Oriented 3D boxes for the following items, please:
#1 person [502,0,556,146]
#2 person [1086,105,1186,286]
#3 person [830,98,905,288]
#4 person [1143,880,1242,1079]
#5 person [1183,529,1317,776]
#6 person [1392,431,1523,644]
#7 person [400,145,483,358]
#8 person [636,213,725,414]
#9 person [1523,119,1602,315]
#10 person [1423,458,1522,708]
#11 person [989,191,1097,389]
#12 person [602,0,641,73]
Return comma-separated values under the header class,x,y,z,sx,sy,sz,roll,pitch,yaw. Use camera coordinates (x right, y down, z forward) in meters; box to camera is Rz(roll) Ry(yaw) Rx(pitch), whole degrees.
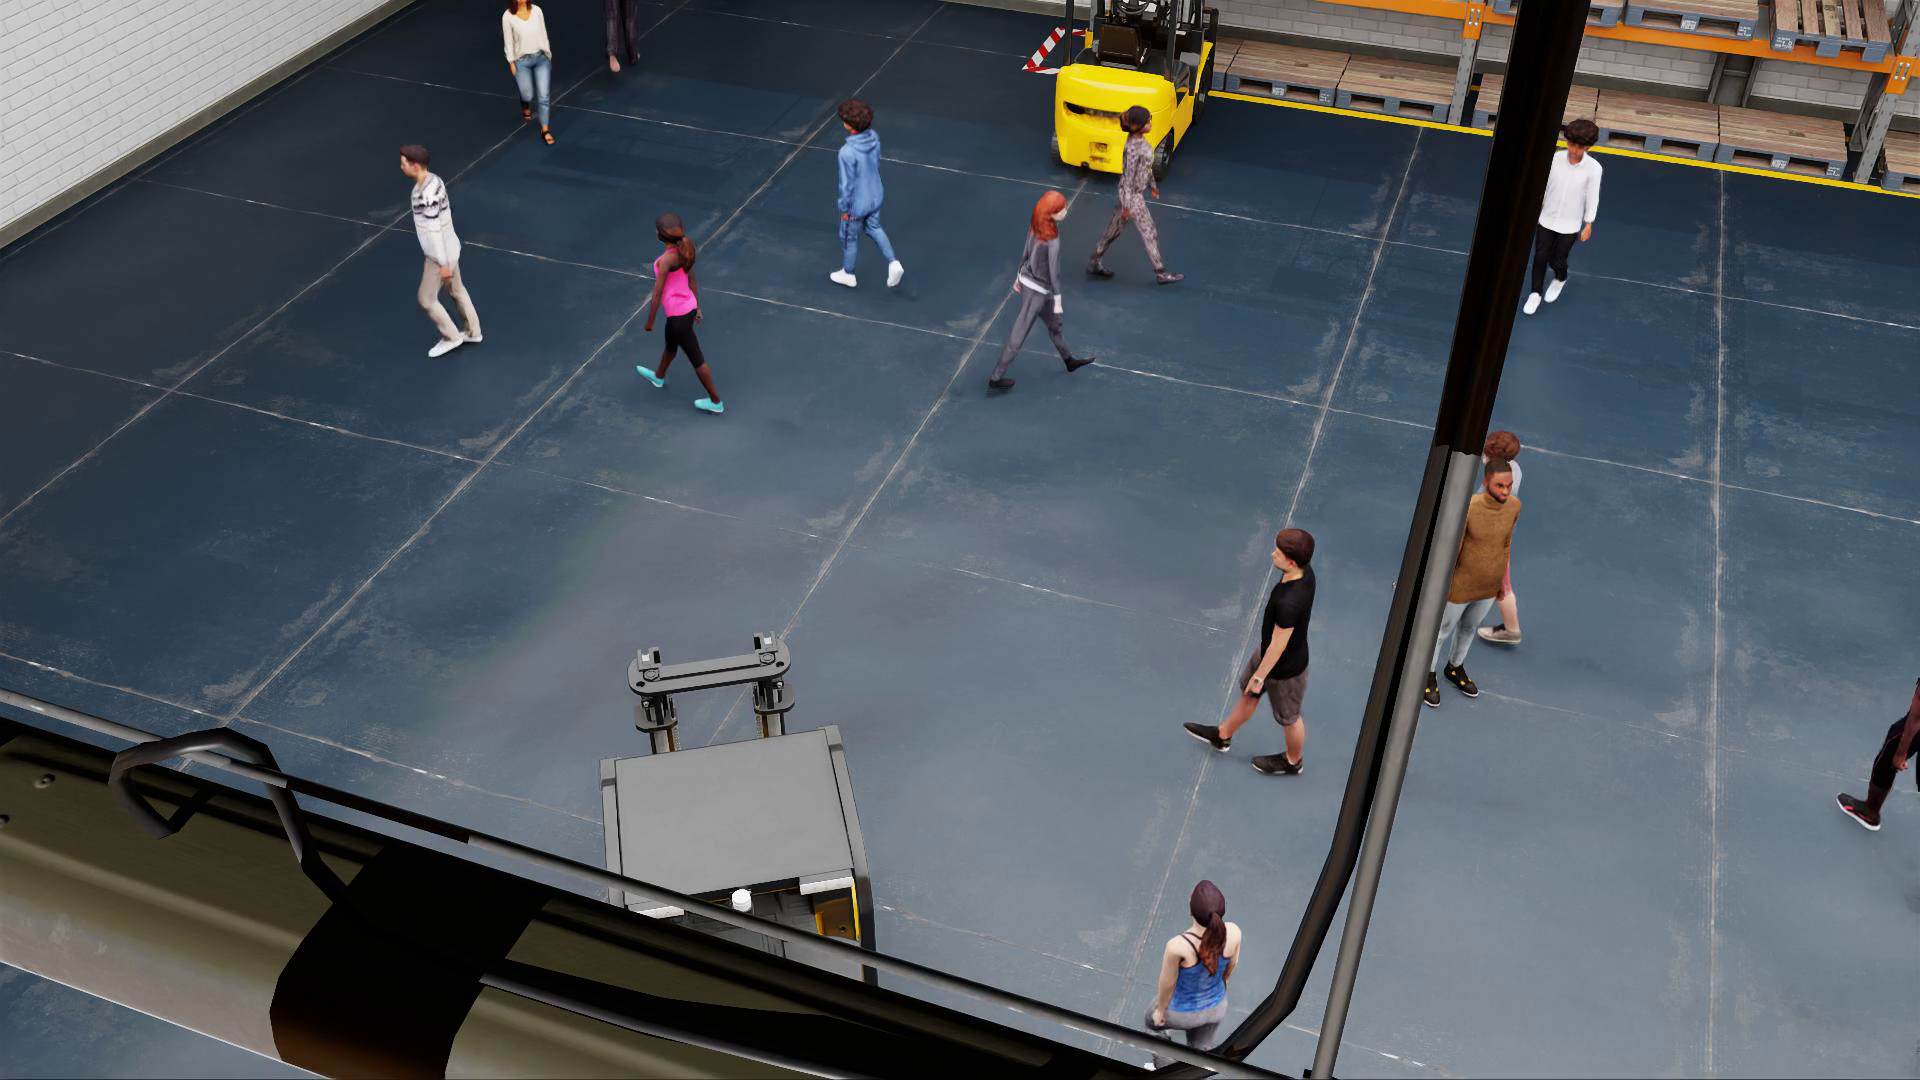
class,x,y,z,sx,sy,sz,roll,pitch,yaw
person,-4.402,-4.911,16.986,0.893,1.666,0.968,-19,42,-22
person,1.424,-3.002,14.595,1.153,1.667,0.699,7,39,9
person,-0.807,-2.975,14.461,1.066,1.793,0.886,27,46,30
person,1.145,2.290,8.024,0.700,1.597,0.772,-10,40,-13
person,1.990,0.706,9.812,1.044,1.841,0.801,7,39,8
person,3.527,0.023,10.859,1.145,1.603,0.649,16,41,19
person,-4.188,-2.380,13.682,0.851,1.835,0.833,-6,39,-7
person,-2.098,-1.724,12.982,1.039,1.684,0.540,13,40,15
person,5.168,-2.792,14.232,0.800,1.792,0.858,27,46,29
person,3.197,0.242,10.415,0.690,1.816,0.783,-11,40,-13
person,0.520,-1.935,13.220,1.220,1.716,1.073,-14,41,-17
person,-3.764,-6.026,18.238,1.049,1.847,0.953,0,39,0
